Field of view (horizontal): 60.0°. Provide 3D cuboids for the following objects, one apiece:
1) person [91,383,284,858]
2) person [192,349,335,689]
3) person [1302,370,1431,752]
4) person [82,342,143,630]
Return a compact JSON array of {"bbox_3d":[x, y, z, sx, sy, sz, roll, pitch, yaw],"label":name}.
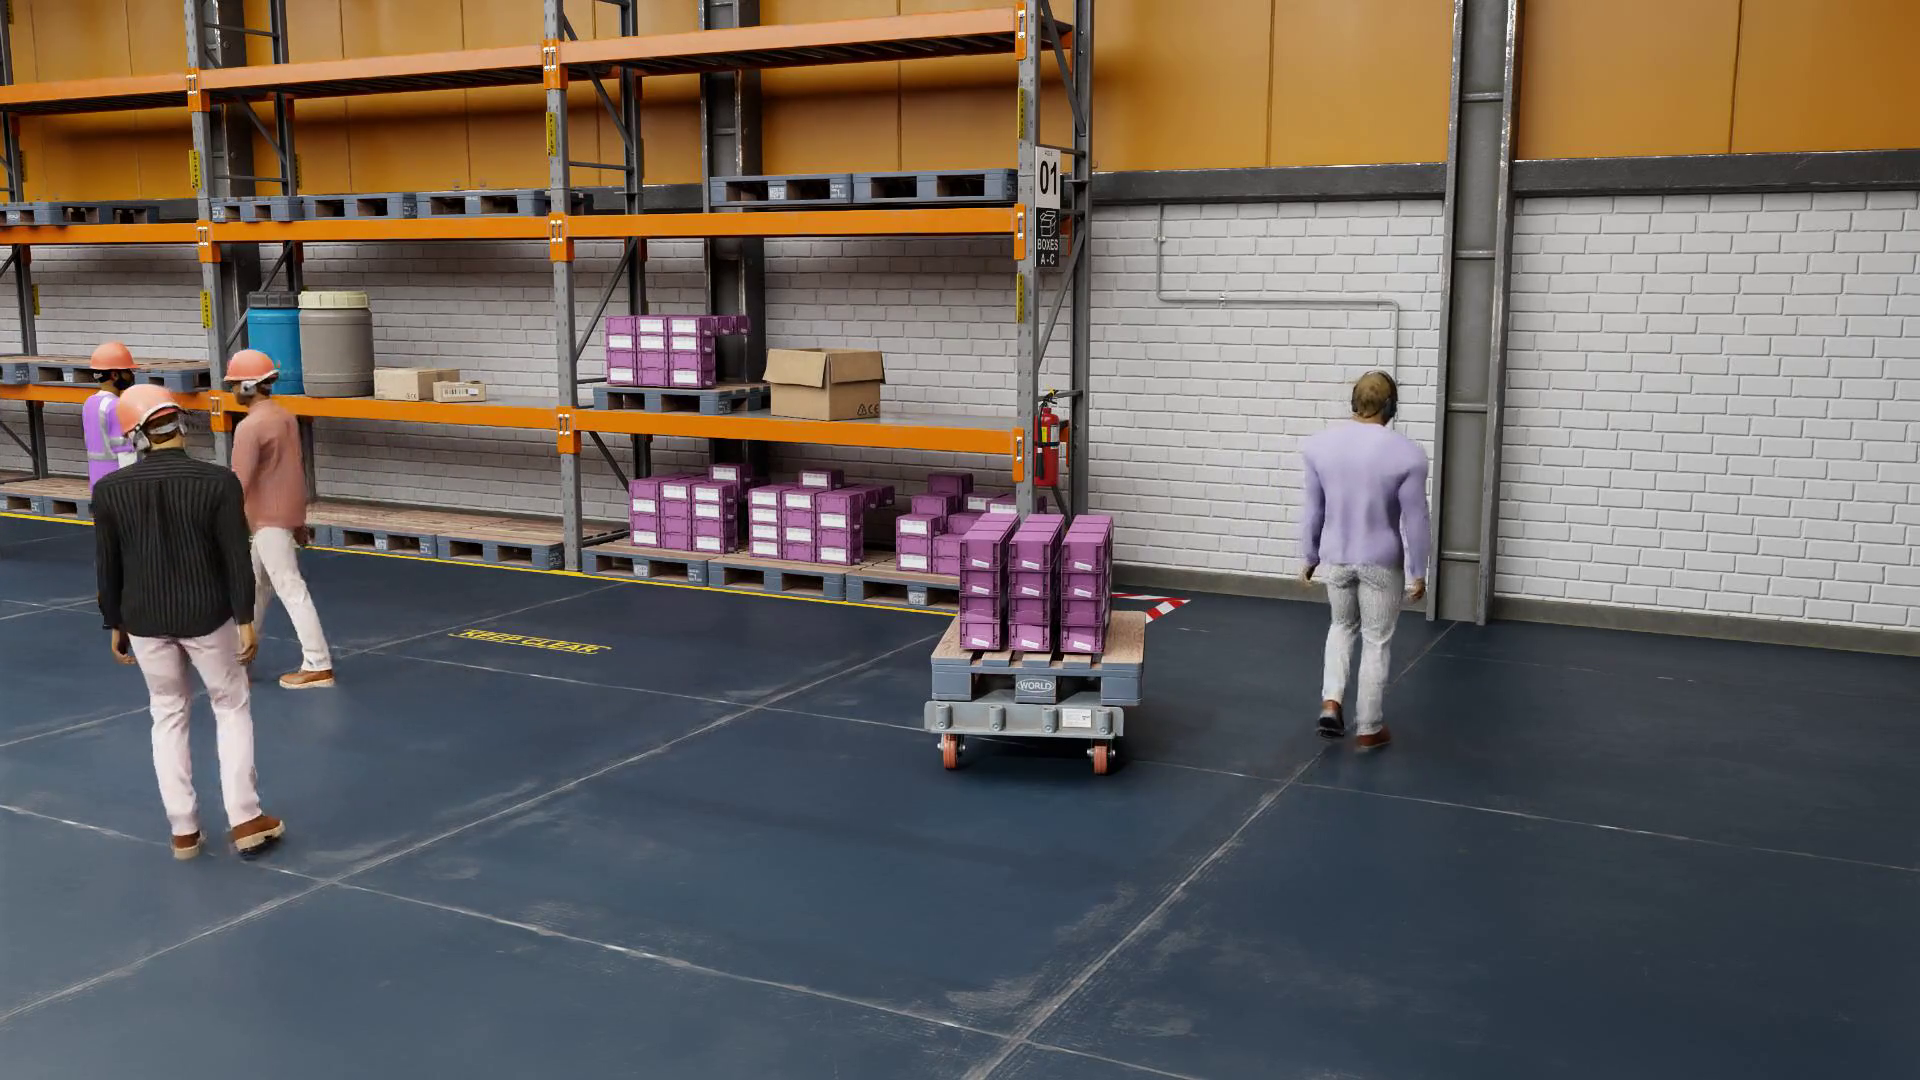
[{"bbox_3d":[-3.238,0.328,6.902,0.647,1.946,0.518,-1,9,-9],"label":"person"},{"bbox_3d":[-4.080,-0.106,9.540,0.960,1.948,0.637,0,9,-2],"label":"person"},{"bbox_3d":[2.034,0.111,8.316,0.661,1.924,0.438,7,11,35],"label":"person"},{"bbox_3d":[-5.589,-0.343,11.081,0.542,1.938,0.358,8,12,40],"label":"person"}]
